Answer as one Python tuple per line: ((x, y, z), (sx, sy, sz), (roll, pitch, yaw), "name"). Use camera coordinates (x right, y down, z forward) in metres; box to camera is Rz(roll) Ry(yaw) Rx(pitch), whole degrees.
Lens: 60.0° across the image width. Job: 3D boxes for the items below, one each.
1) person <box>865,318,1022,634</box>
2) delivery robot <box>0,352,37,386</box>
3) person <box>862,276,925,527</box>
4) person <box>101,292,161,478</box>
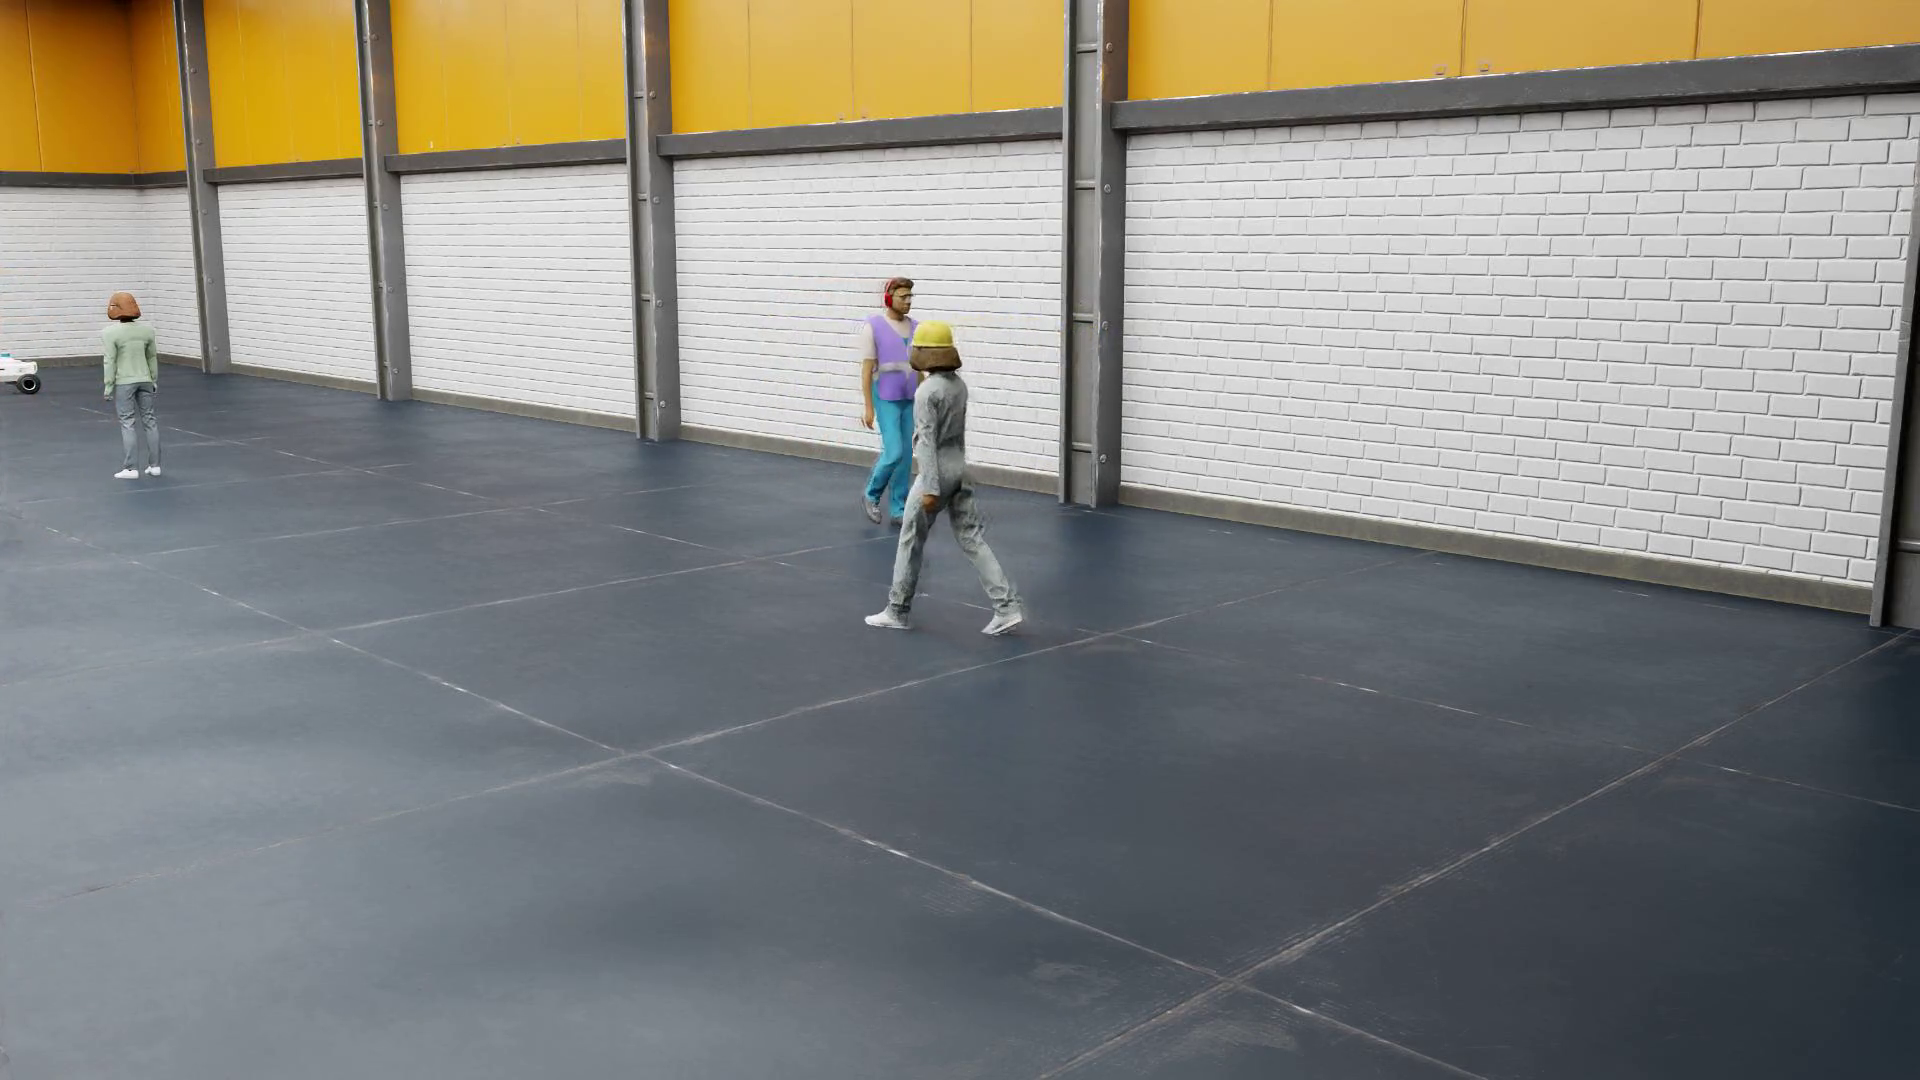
((-0.064, -0.333, 8.884), (0.896, 1.701, 0.499), (6, 12, 29), "person")
((-12.821, -2.279, 22.372), (0.707, 0.478, 0.477), (-6, 12, -30), "delivery robot")
((-0.468, -0.989, 12.085), (0.436, 1.835, 0.589), (10, 14, 42), "person")
((-7.306, -1.361, 14.666), (0.278, 1.636, 0.506), (6, 12, 29), "person")
